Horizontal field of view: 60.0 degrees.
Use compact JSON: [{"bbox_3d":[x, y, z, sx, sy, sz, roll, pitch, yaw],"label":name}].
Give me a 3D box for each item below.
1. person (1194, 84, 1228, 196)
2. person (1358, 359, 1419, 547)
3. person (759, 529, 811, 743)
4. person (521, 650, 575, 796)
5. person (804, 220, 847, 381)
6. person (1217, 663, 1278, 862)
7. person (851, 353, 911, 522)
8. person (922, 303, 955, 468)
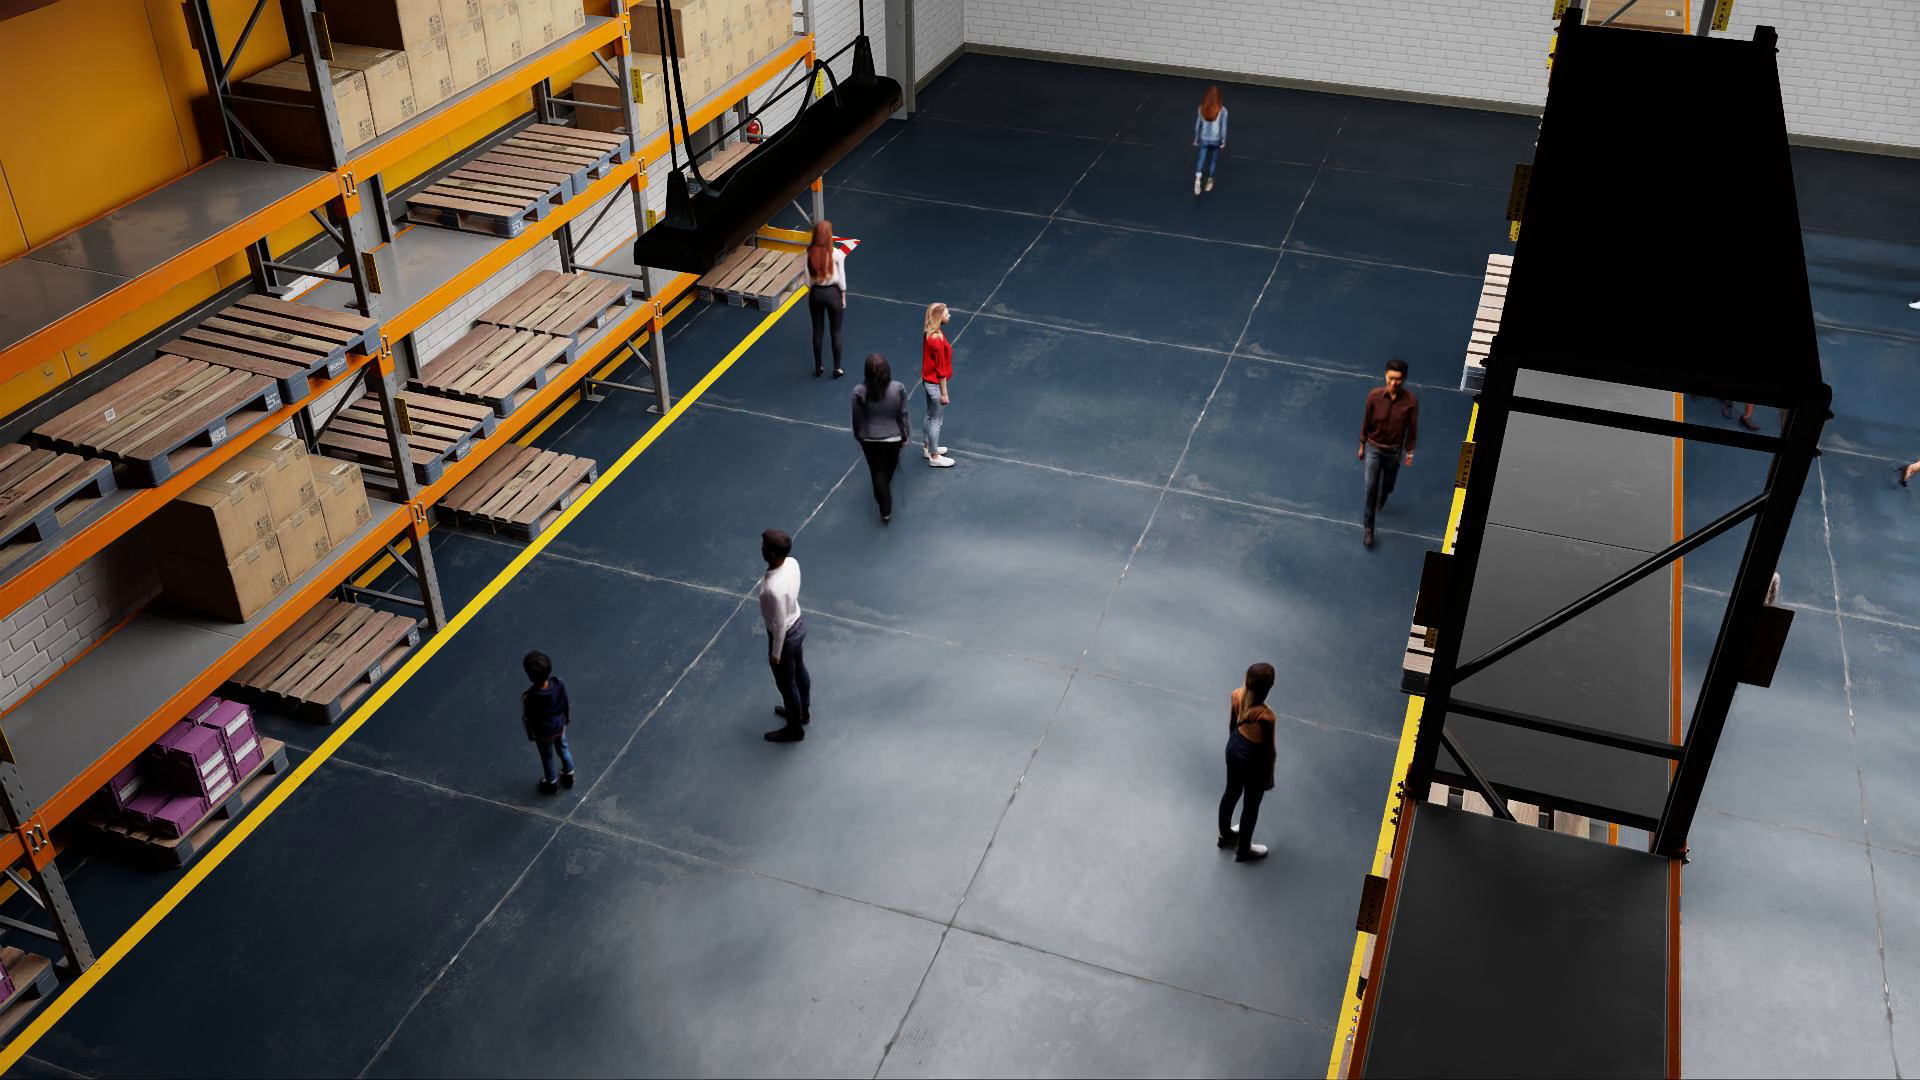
[{"bbox_3d":[3.266,-5.226,21.821,0.564,1.464,0.821,12,35,18],"label":"person"},{"bbox_3d":[3.829,-0.847,14.963,0.684,1.761,1.017,10,35,14],"label":"person"},{"bbox_3d":[-1.303,0.713,12.521,0.701,1.868,0.559,7,34,11],"label":"person"},{"bbox_3d":[-3.017,1.334,12.171,0.539,1.221,0.643,-26,41,-33],"label":"person"},{"bbox_3d":[-1.417,-2.515,17.478,0.627,1.756,0.553,5,34,8],"label":"person"},{"bbox_3d":[1.992,1.522,11.521,0.681,1.627,0.649,-20,38,-27],"label":"person"},{"bbox_3d":[-0.711,-0.919,15.260,1.023,1.553,1.188,-5,34,-8],"label":"person"},{"bbox_3d":[-0.235,-1.507,16.009,0.744,1.704,0.642,-9,35,-14],"label":"person"}]
